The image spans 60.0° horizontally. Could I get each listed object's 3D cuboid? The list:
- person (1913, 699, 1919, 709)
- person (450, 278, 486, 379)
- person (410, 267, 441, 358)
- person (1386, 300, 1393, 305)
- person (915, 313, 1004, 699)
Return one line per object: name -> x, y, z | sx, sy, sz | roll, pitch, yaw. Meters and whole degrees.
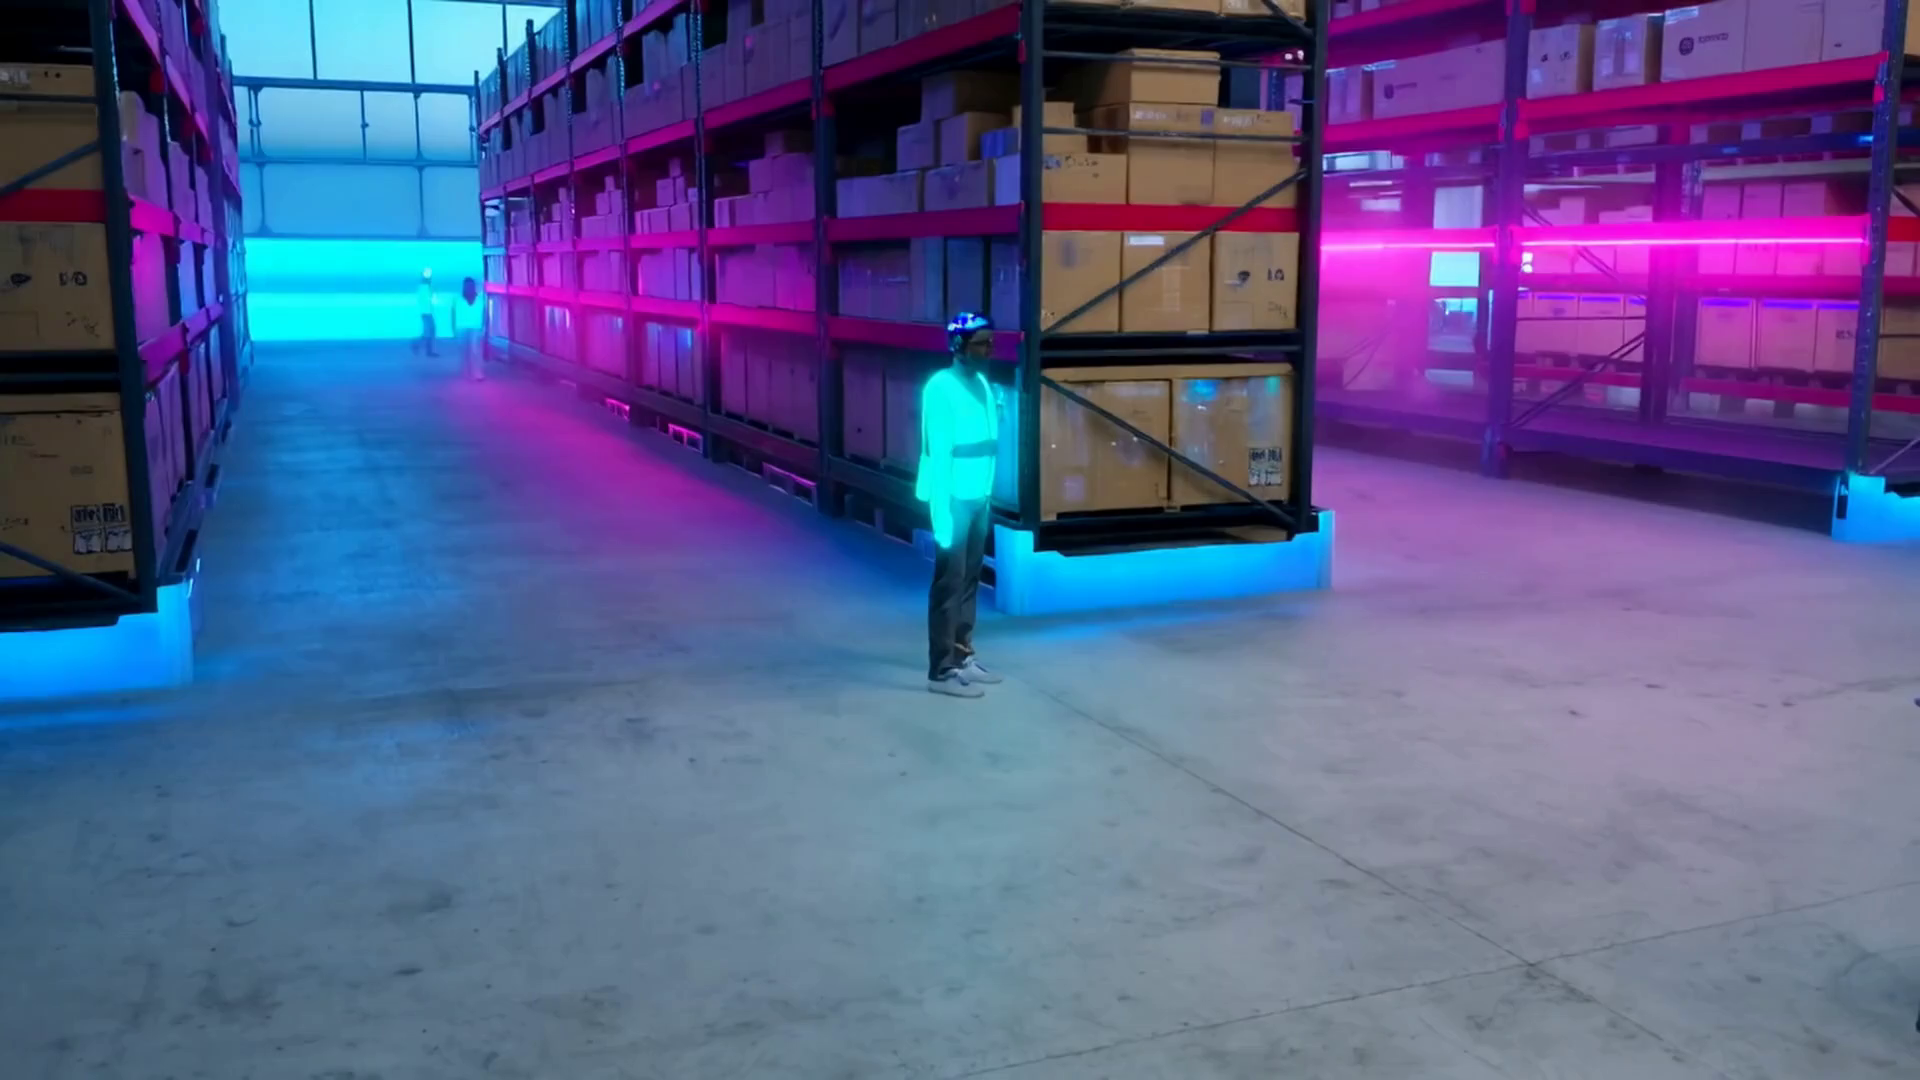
person -> 4.680, -0.137, 7.636 | 0.401, 1.900, 0.648 | 8, 13, 41
person -> -8.796, -3.783, 29.808 | 0.627, 1.796, 0.977 | -4, 10, -21
person -> -11.654, -4.947, 36.191 | 0.513, 1.973, 0.636 | -4, 10, -25
person -> 10.604, -5.752, 41.244 | 0.858, 1.910, 0.618 | -2, 10, -9
person -> -0.007, -0.169, 8.008 | 0.389, 1.836, 0.560 | 4, 10, 24
